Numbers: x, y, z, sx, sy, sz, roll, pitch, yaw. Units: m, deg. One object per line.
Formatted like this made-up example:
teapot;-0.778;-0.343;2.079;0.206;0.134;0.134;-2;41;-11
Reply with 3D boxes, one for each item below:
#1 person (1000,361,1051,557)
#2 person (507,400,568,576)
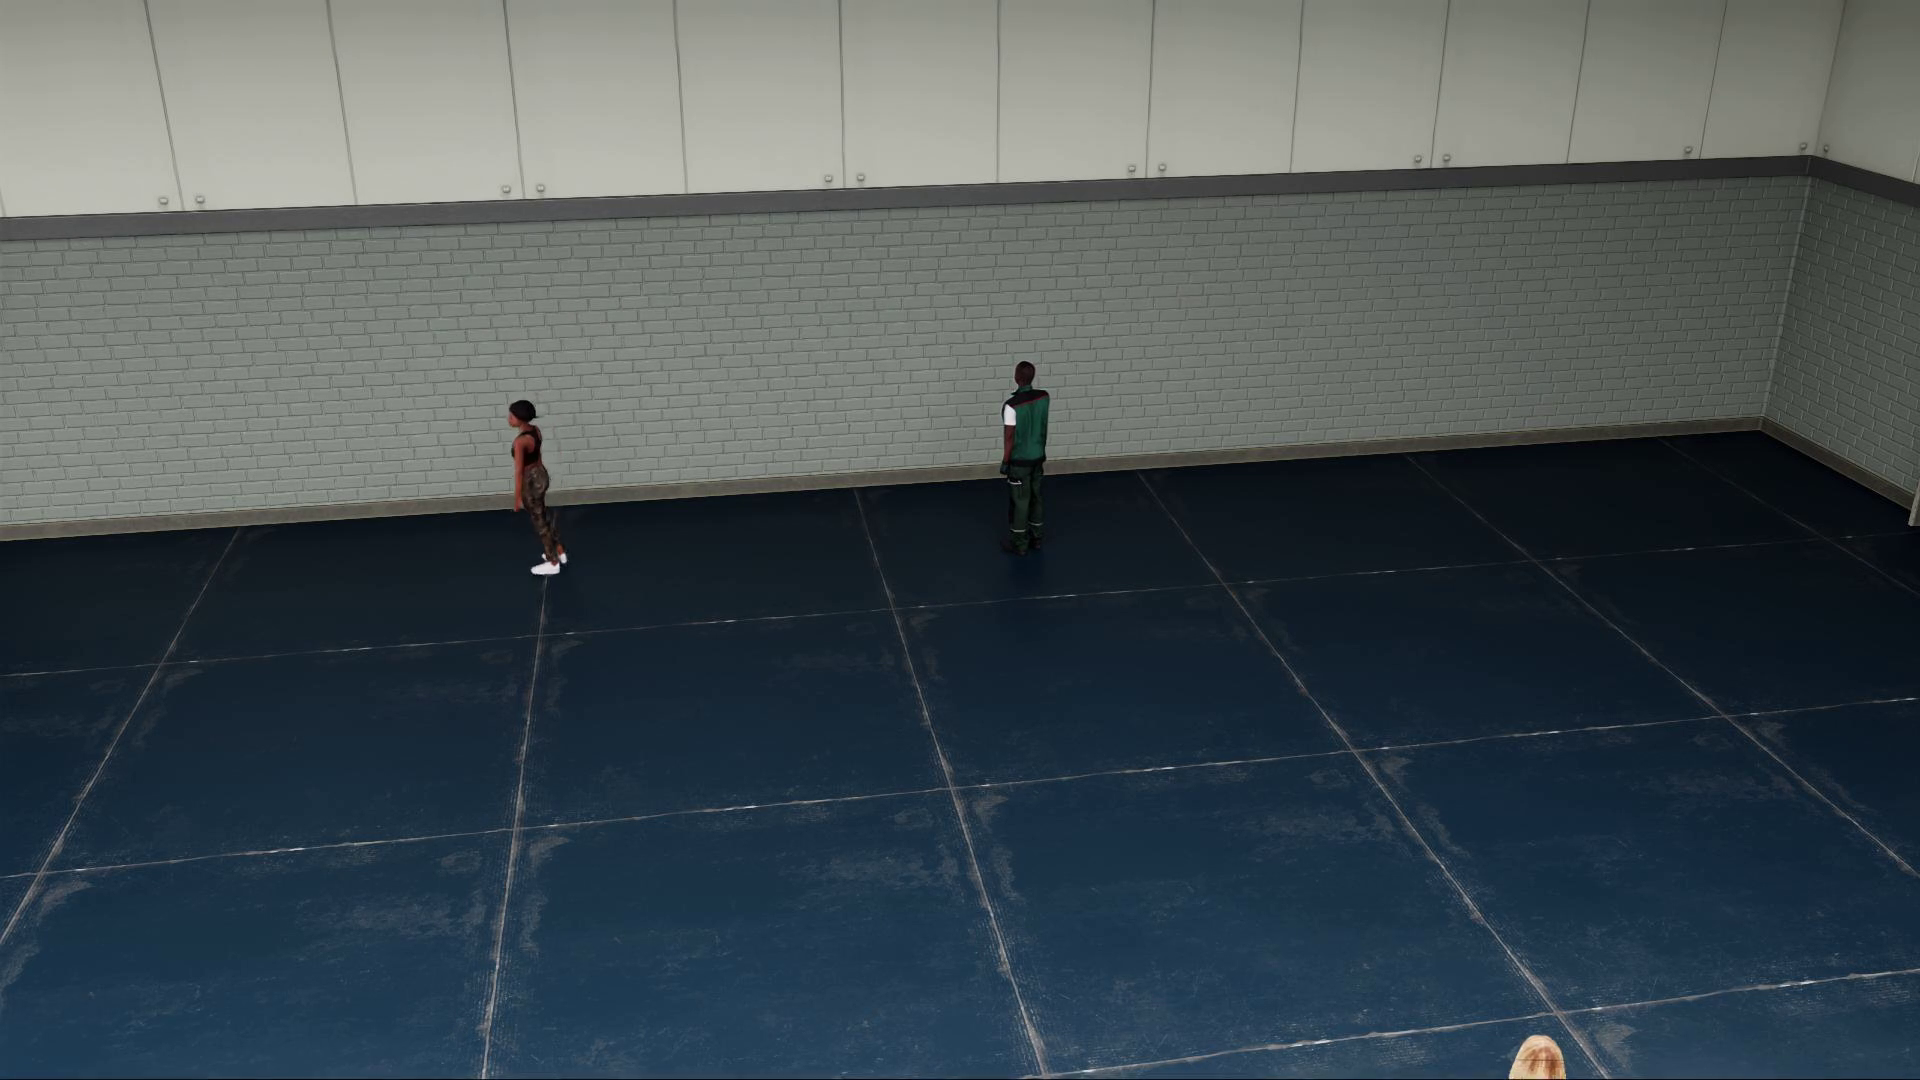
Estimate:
person;0.604;-0.760;15.300;0.783;1.839;0.784;-18;29;-35
person;-3.767;-0.462;14.808;0.796;1.676;0.581;9;25;21
